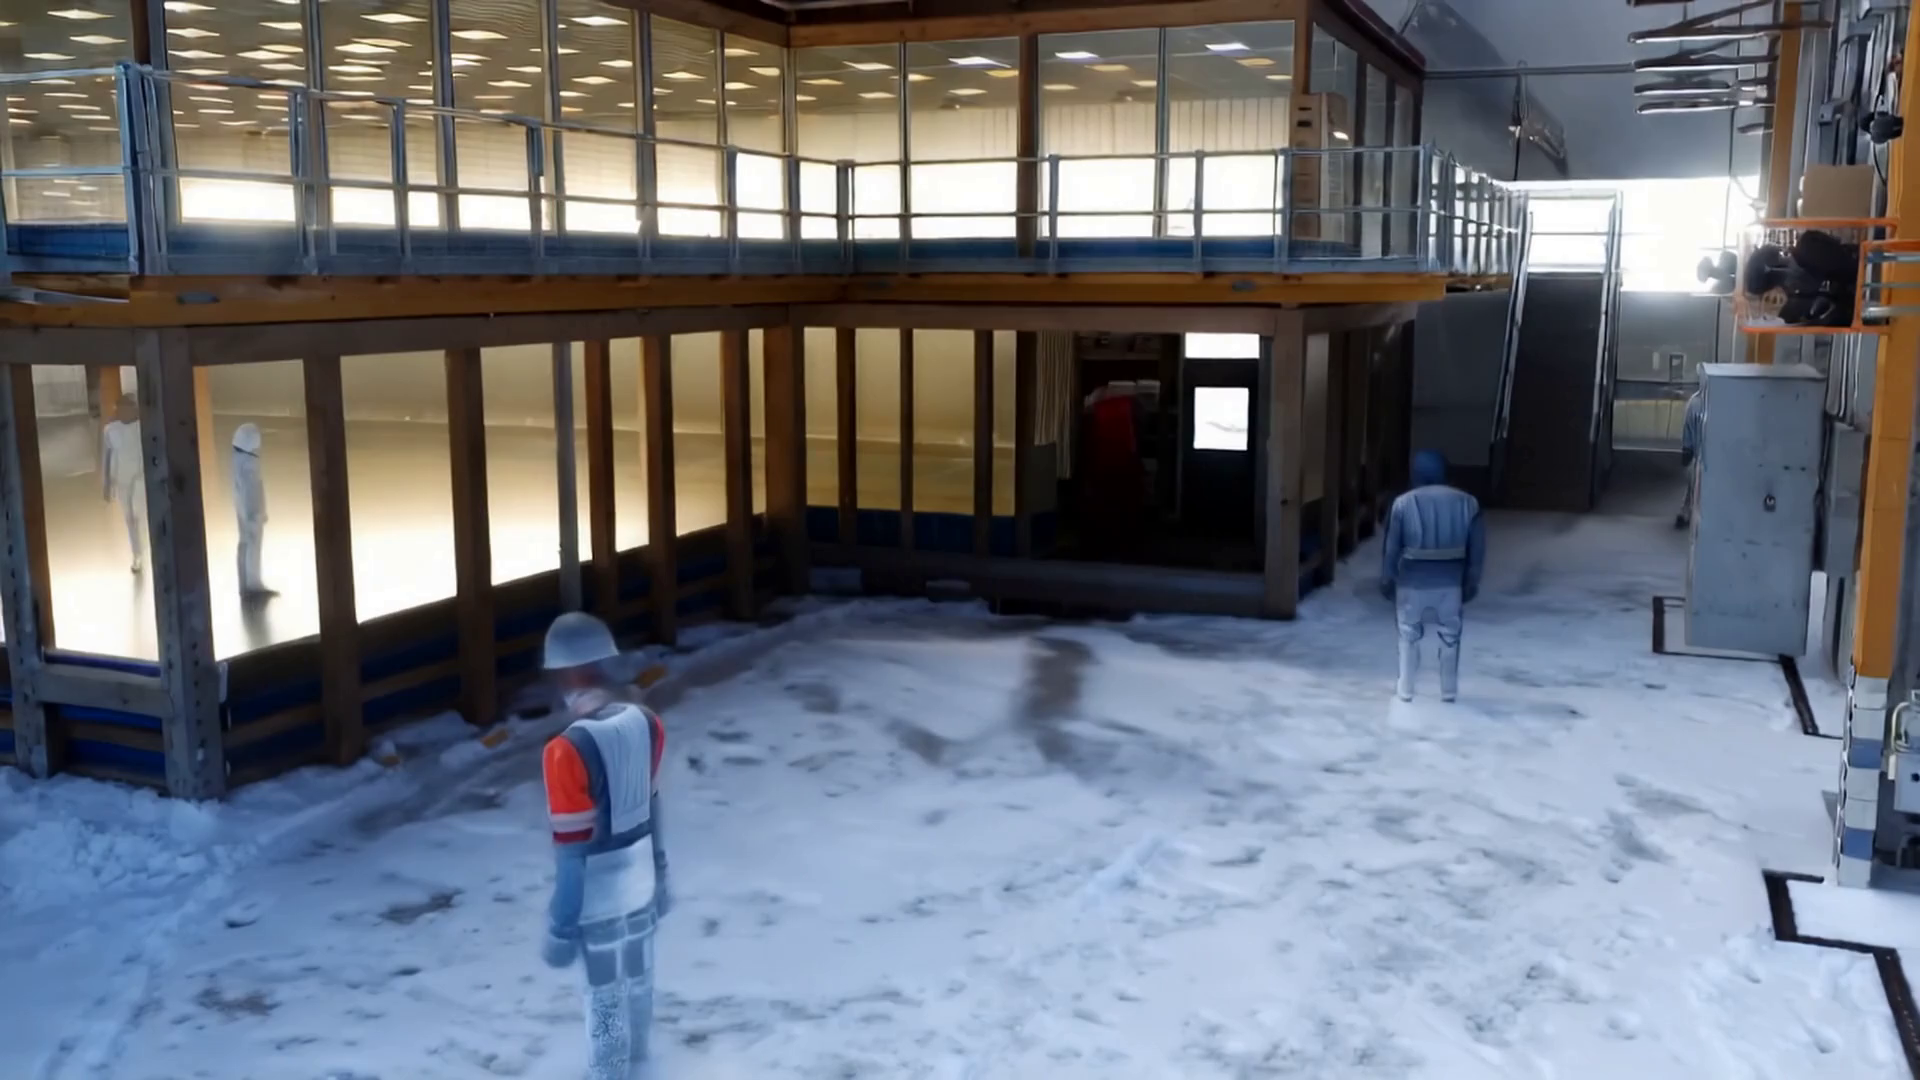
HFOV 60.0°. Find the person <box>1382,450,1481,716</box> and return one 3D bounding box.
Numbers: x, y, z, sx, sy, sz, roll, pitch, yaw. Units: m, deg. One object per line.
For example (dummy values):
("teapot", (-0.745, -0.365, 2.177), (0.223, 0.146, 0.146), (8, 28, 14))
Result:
("person", (3.231, 0.297, 11.445), (0.631, 1.841, 0.429), (0, 9, -2))

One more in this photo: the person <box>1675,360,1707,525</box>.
("person", (8.905, -1.163, 20.014), (0.611, 1.985, 0.415), (-5, 10, -27))

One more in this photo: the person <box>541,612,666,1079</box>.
("person", (-1.228, 1.195, 5.628), (0.385, 1.928, 0.547), (4, 10, 24))
